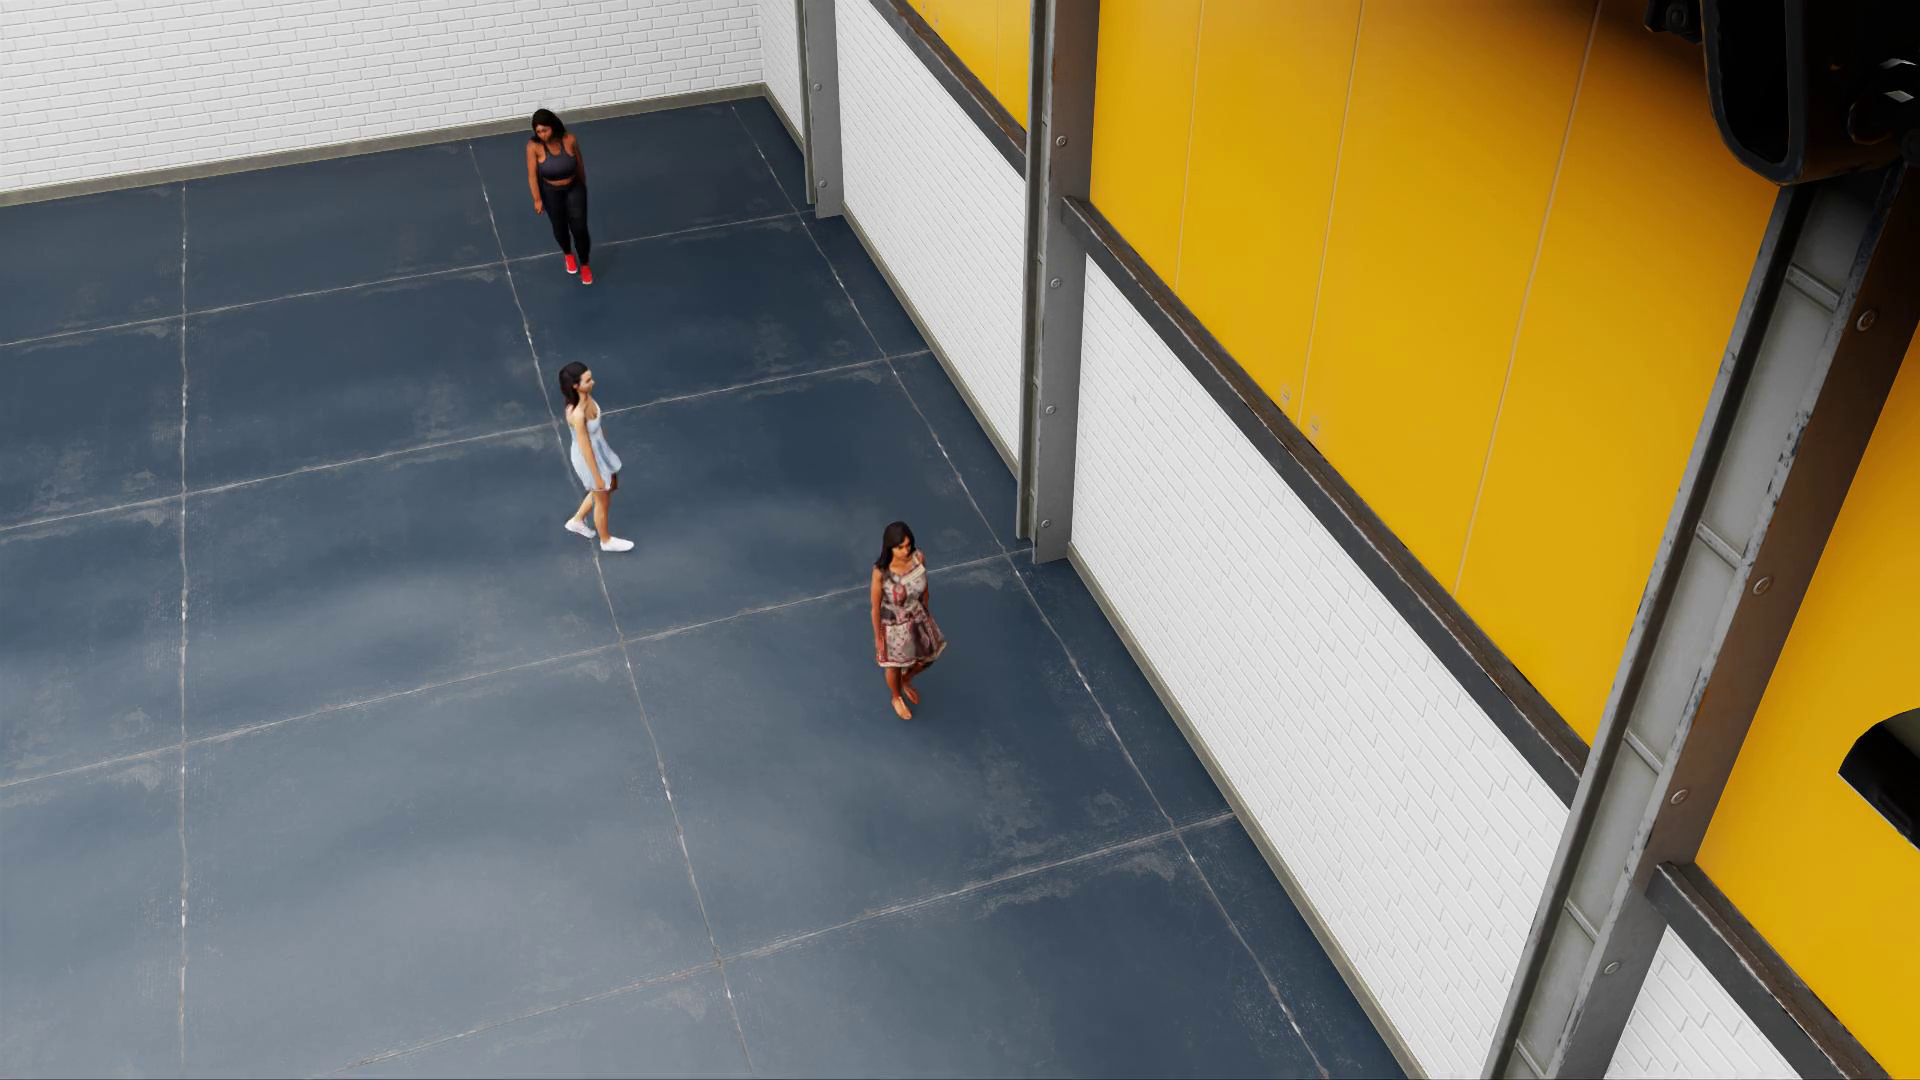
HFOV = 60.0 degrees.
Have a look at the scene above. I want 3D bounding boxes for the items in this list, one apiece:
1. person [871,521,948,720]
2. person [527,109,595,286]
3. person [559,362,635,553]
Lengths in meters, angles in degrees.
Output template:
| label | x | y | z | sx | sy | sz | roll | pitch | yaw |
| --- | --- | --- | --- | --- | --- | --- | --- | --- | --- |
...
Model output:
| label | x | y | z | sx | sy | sz | roll | pitch | yaw |
| --- | --- | --- | --- | --- | --- | --- | --- | --- | --- |
| person | -0.432 | 0.491 | 11.116 | 0.719 | 1.637 | 0.701 | -23 | 44 | -26 |
| person | -3.765 | -3.319 | 15.774 | 0.704 | 1.778 | 0.878 | -15 | 41 | -18 |
| person | -2.827 | -0.599 | 12.411 | 0.770 | 1.724 | 0.742 | -4 | 39 | -5 |
